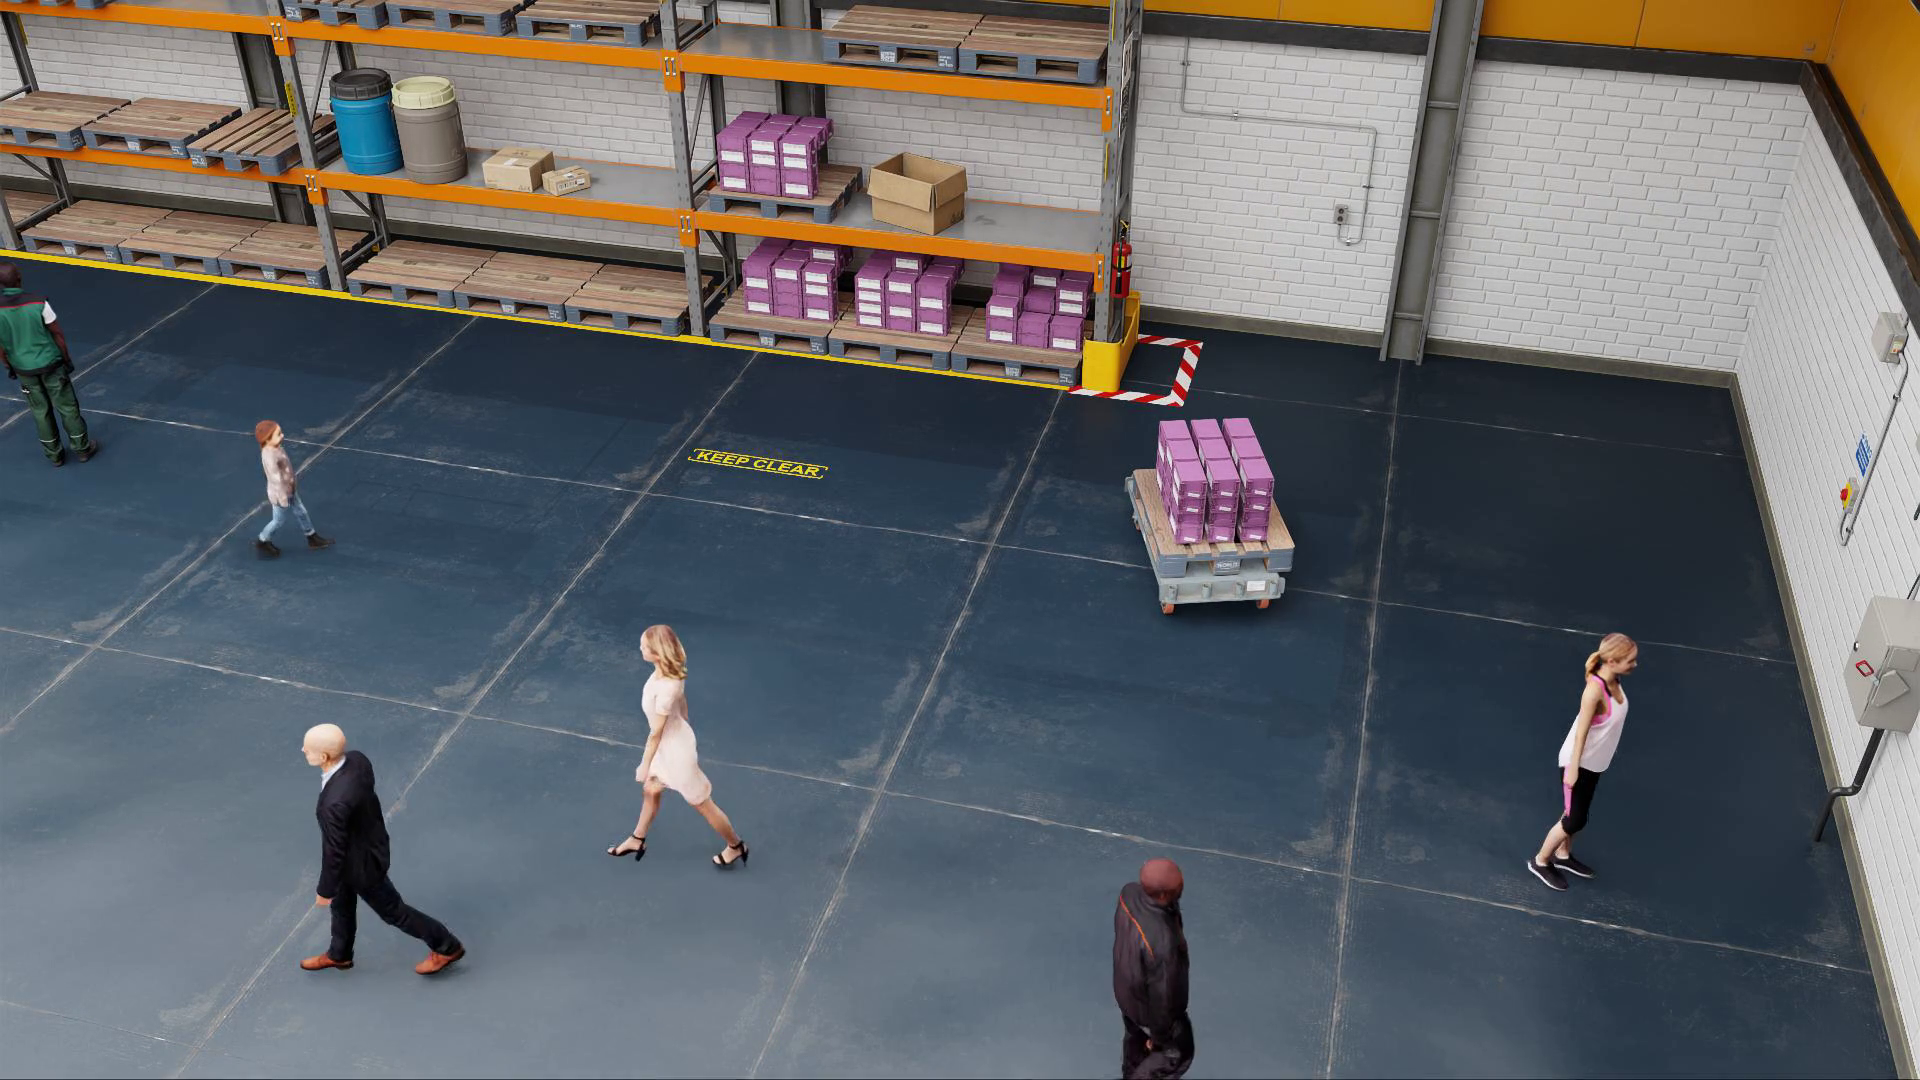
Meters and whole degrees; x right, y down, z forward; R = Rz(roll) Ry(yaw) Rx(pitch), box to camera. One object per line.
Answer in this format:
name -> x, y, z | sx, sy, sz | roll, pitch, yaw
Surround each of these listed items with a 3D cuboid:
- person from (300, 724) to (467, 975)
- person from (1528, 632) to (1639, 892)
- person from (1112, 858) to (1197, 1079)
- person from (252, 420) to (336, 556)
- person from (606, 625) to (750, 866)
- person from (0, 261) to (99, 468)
person -> -3.191, 1.748, 9.097 | 1.262, 1.763, 1.031 | -7, 34, -11
person -> 3.630, 1.270, 9.795 | 0.716, 1.786, 0.732 | 25, 41, 32
person -> 0.854, 2.279, 8.251 | 0.984, 1.813, 0.917 | -13, 36, -19
person -> -5.281, -0.380, 12.827 | 0.891, 1.178, 0.689 | -4, 34, -7
person -> -1.573, 1.286, 9.782 | 1.162, 1.773, 0.835 | -3, 34, -4
person -> -7.679, -1.465, 13.861 | 0.738, 1.840, 0.845 | -10, 35, -14
